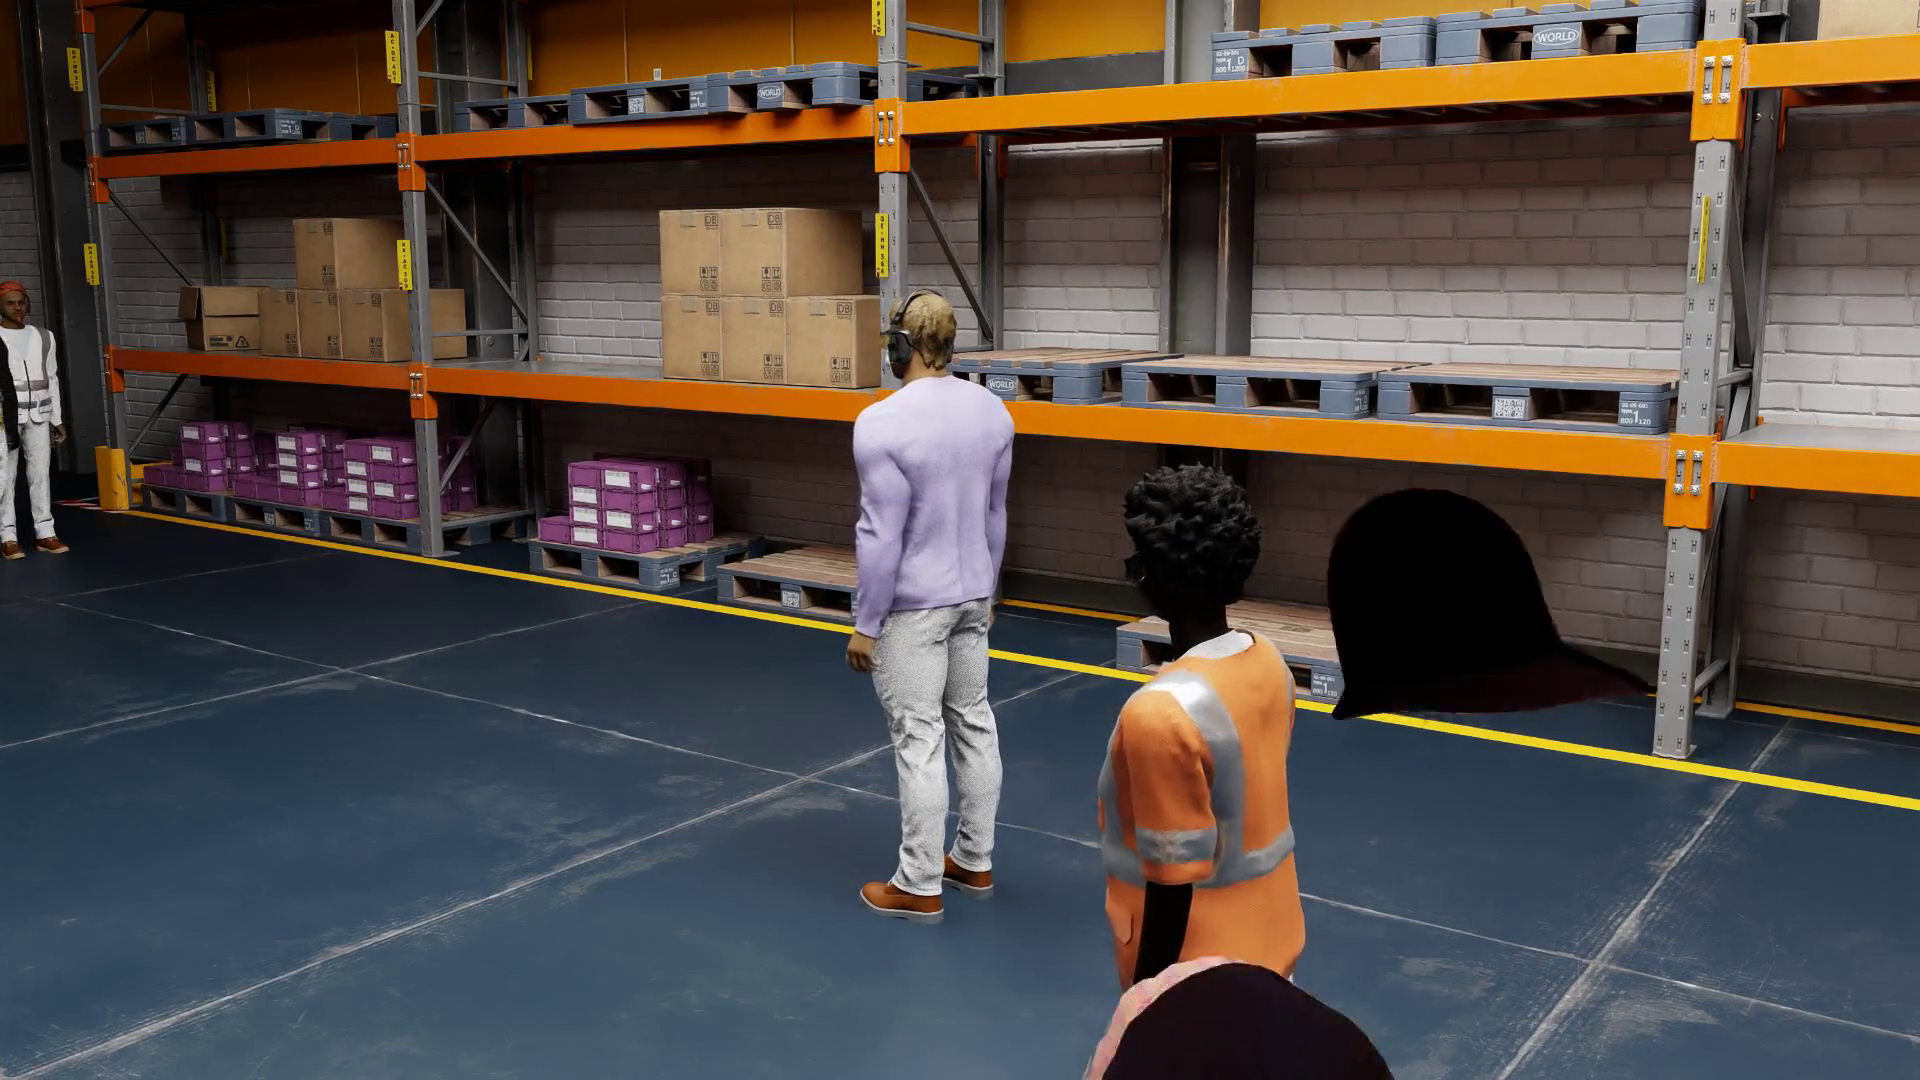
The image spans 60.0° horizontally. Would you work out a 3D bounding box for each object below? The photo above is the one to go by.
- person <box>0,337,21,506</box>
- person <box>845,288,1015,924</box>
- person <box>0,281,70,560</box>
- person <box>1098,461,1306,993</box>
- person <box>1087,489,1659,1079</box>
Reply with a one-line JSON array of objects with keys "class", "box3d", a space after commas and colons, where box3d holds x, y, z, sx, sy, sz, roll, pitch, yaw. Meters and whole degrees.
[{"class": "person", "box3d": [-6.544, -0.704, 10.868, 0.714, 1.823, 0.429, -6, 11, -33]}, {"class": "person", "box3d": [-0.097, 0.206, 5.113, 0.372, 1.941, 0.627, 9, 13, 42]}, {"class": "person", "box3d": [-6.423, -0.817, 11.375, 0.355, 1.883, 0.575, 6, 11, 34]}, {"class": "person", "box3d": [0.400, 0.716, 2.788, 0.322, 1.699, 0.536, 5, 11, 28]}, {"class": "person", "box3d": [0.274, 0.902, 0.943, 0.821, 1.944, 0.643, -5, 11, -27]}]
